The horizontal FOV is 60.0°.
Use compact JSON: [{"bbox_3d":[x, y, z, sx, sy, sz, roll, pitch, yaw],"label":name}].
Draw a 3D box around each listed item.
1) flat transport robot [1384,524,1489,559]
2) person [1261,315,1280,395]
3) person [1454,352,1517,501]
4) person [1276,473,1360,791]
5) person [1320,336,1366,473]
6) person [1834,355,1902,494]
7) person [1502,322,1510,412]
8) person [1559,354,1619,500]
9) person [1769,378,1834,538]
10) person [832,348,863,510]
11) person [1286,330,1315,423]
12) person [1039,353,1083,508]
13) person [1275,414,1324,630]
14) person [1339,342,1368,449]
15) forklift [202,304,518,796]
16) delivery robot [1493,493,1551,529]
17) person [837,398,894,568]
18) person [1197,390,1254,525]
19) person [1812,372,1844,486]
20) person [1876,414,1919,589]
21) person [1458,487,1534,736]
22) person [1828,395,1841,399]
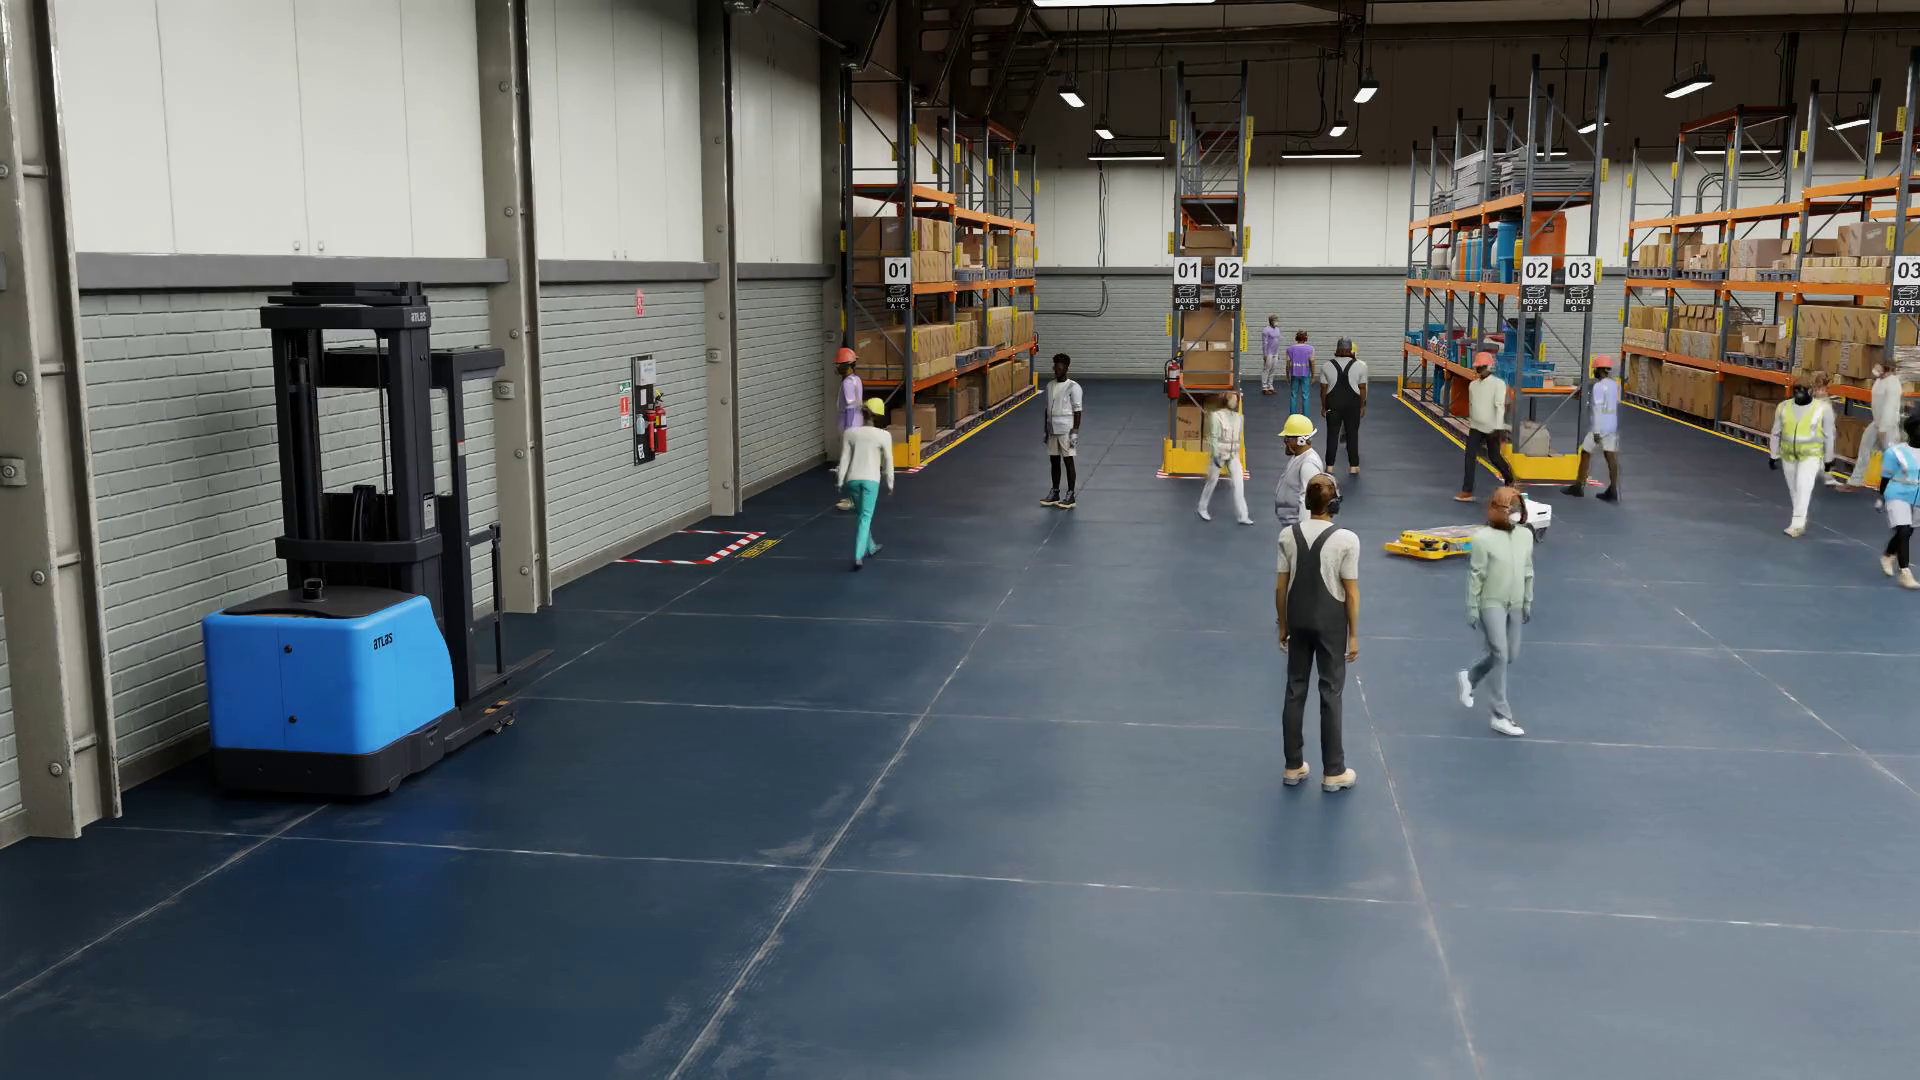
[{"bbox_3d":[5.333,0.006,17.900,1.431,0.197,0.652,-5,11,-29],"label":"flat transport robot"},{"bbox_3d":[7.577,-4.510,40.496,0.369,1.938,0.630,9,13,43],"label":"person"},{"bbox_3d":[6.965,-1.500,21.882,0.922,1.963,0.615,-6,11,-34],"label":"person"},{"bbox_3d":[2.087,0.527,9.712,0.506,1.846,0.351,7,12,37],"label":"person"},{"bbox_3d":[5.728,-2.007,24.875,0.679,2.000,0.537,3,10,16],"label":"person"},{"bbox_3d":[12.480,-1.543,22.405,1.053,1.884,0.632,1,9,6],"label":"person"},{"bbox_3d":[11.524,-3.662,35.286,0.629,1.929,0.474,7,12,37],"label":"person"},{"bbox_3d":[8.395,-1.498,22.023,0.564,1.896,0.904,-7,12,-39],"label":"person"},{"bbox_3d":[9.481,-0.927,18.833,0.909,1.798,0.631,-8,12,-40],"label":"person"},{"bbox_3d":[-1.426,-1.410,21.059,0.391,2.039,0.615,1,9,6],"label":"person"},{"bbox_3d":[6.669,-3.187,32.617,0.563,1.847,0.389,4,10,21],"label":"person"},{"bbox_3d":[1.288,-1.406,21.262,0.361,1.965,0.613,-8,12,-41],"label":"person"},{"bbox_3d":[2.831,-0.138,13.892,0.403,1.824,0.596,1,9,3],"label":"person"},{"bbox_3d":[6.620,-2.462,28.246,0.597,1.819,0.467,4,10,22],"label":"person"},{"bbox_3d":[-3.673,-0.038,10.147,1.129,2.768,1.873,1,9,9],"label":"forklift"},{"bbox_3d":[6.253,-0.277,18.489,0.707,0.478,0.477,-7,11,-37],"label":"delivery robot"},{"bbox_3d":[-0.954,-0.598,17.062,0.574,1.702,0.893,3,10,18],"label":"person"},{"bbox_3d":[3.160,-0.998,19.902,0.514,1.596,0.868,-5,10,-26],"label":"person"},{"bbox_3d":[11.989,-1.531,23.135,0.677,1.609,0.529,3,10,18],"label":"person"},{"bbox_3d":[9.130,-0.410,16.082,0.537,1.658,0.855,0,9,-3],"label":"person"},{"bbox_3d":[3.543,0.433,11.020,0.503,1.614,0.673,-4,10,-24],"label":"person"},{"bbox_3d":[20.374,-4.199,38.834,0.969,1.855,0.716,-4,10,-23],"label":"person"}]
